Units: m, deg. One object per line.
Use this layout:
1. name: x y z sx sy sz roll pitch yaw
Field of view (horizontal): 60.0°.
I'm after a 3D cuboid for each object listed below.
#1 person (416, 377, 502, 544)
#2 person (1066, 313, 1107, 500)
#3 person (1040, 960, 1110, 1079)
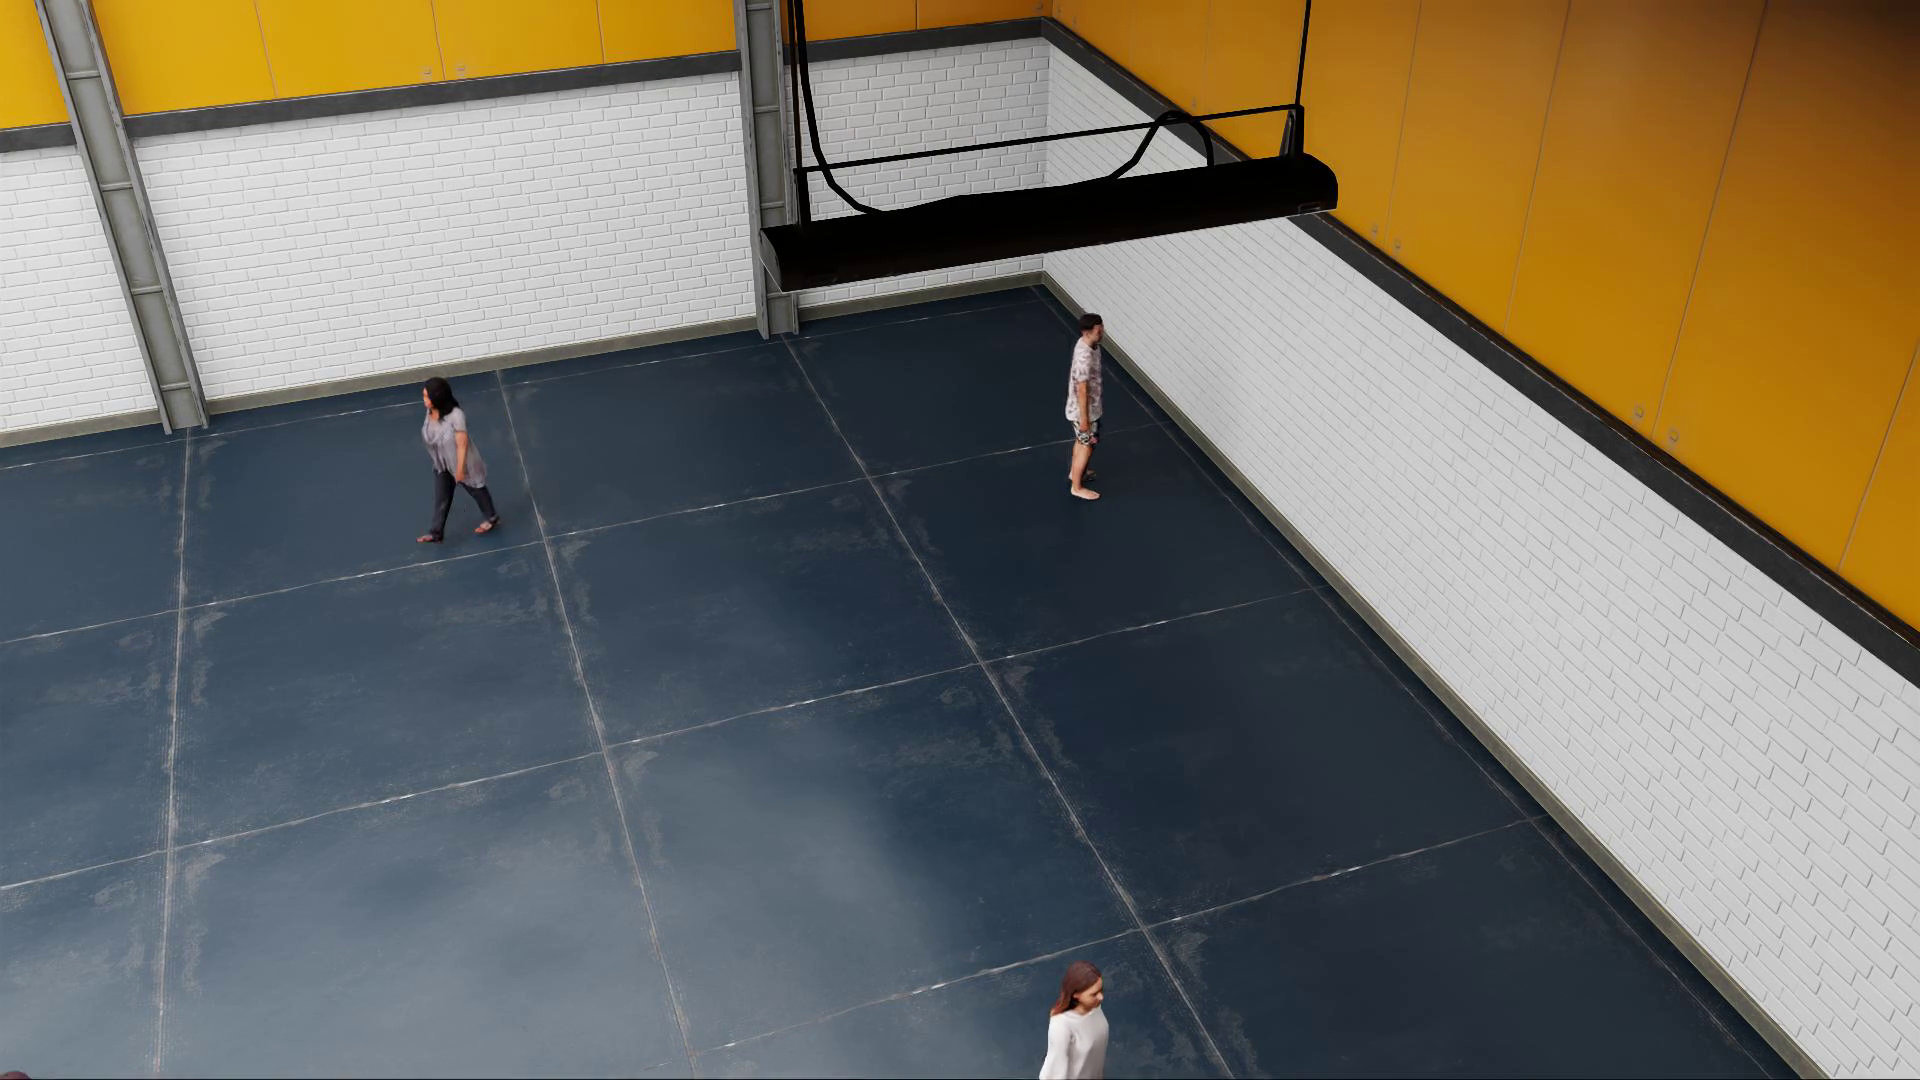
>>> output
1. person: -4.275 -0.716 14.334 0.951 1.568 1.099 24 40 31
2. person: 1.105 -1.236 14.899 0.765 1.807 0.825 0 34 0
3. person: 0.532 2.843 8.883 0.940 1.674 0.926 21 39 28
